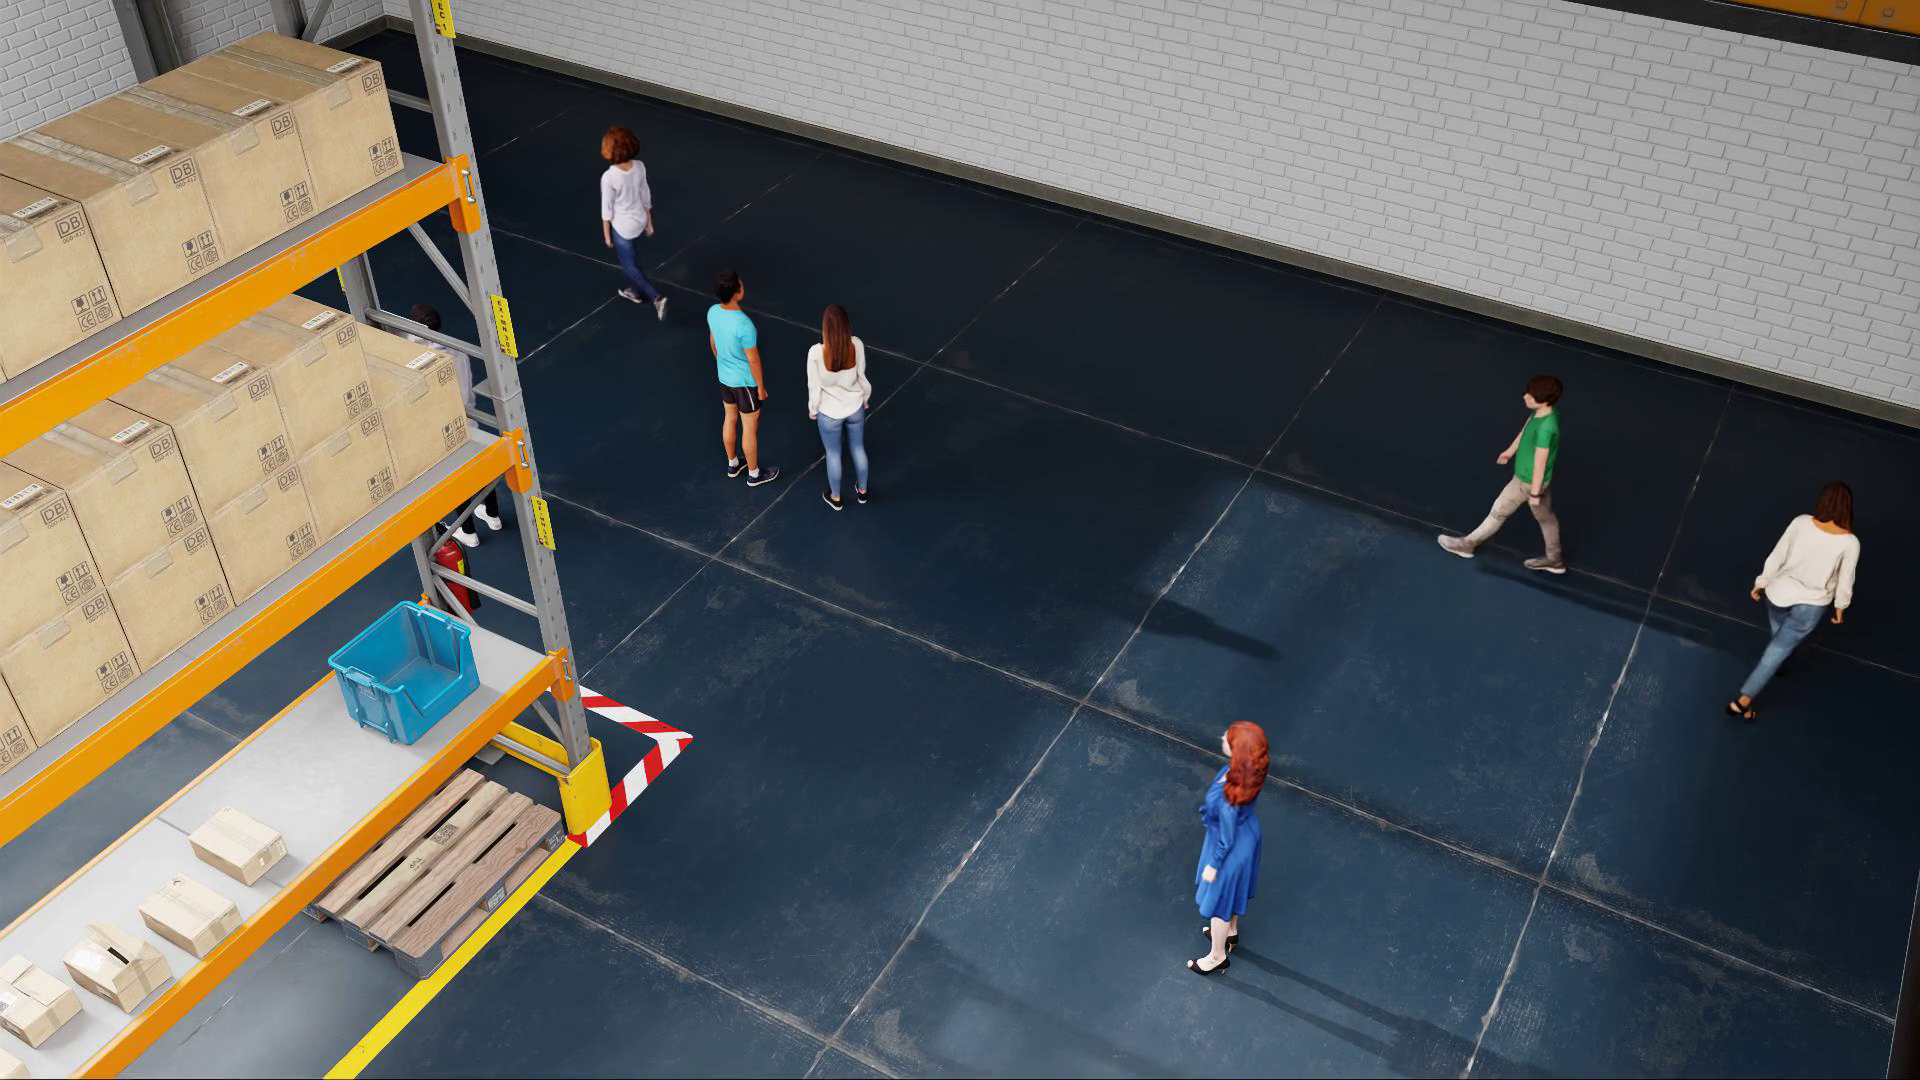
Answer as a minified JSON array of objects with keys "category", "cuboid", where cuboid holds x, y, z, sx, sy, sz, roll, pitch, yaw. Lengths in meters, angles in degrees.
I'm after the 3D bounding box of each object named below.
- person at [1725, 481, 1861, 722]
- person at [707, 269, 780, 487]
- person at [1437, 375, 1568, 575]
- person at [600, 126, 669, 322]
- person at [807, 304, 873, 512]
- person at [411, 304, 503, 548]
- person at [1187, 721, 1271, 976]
[{"category":"person","cuboid":[5.191,0.420,10.405,1.203,1.622,0.942,-24,44,-27]},{"category":"person","cuboid":[-1.644,-1.192,12.299,0.646,1.777,0.575,27,46,30]},{"category":"person","cuboid":[4.034,-0.409,11.460,0.736,1.599,1.093,16,41,19]},{"category":"person","cuboid":[-2.775,-2.681,14.239,0.835,1.682,1.030,30,47,32]},{"category":"person","cuboid":[-0.863,-0.963,12.080,0.689,1.691,0.765,-13,40,-15]},{"category":"person","cuboid":[-3.564,-0.807,11.694,0.744,1.930,0.545,23,44,26]},{"category":"person","cuboid":[1.418,1.629,8.725,0.660,1.829,0.491,19,42,22]}]
